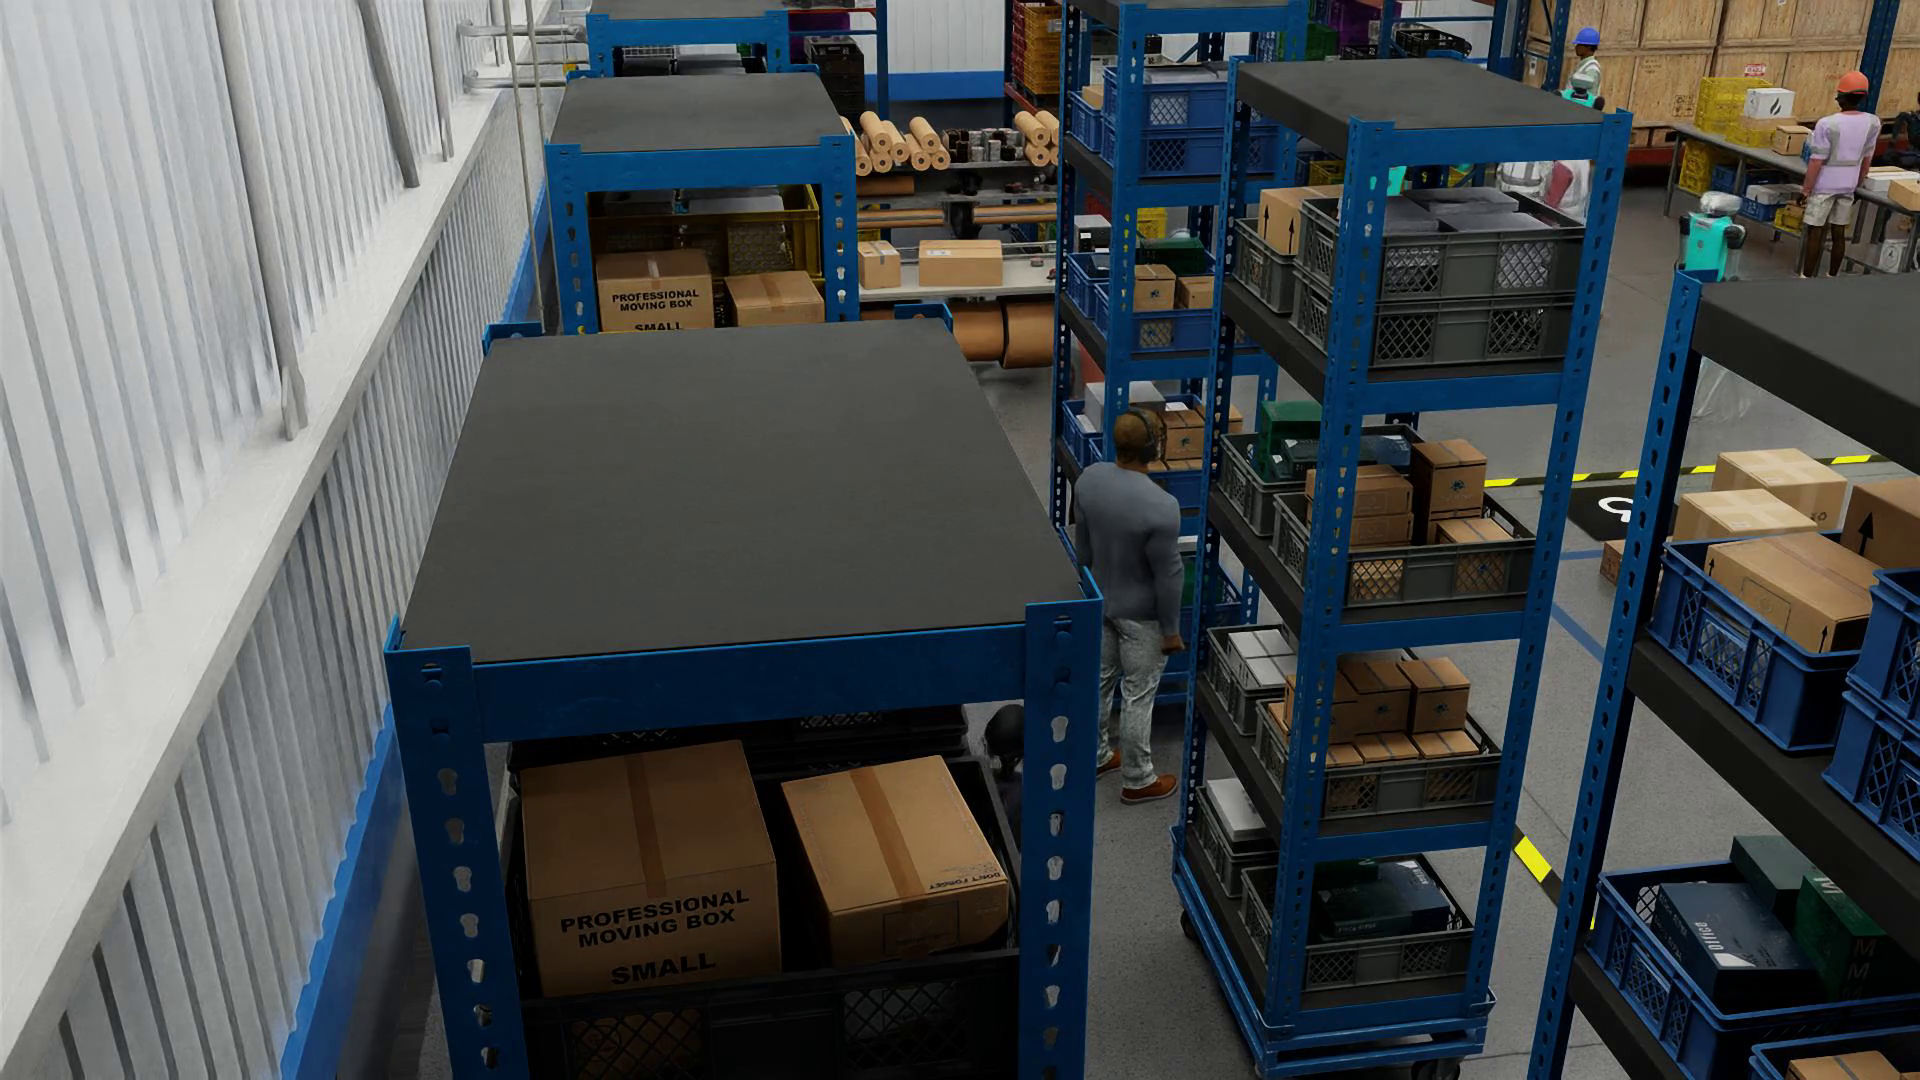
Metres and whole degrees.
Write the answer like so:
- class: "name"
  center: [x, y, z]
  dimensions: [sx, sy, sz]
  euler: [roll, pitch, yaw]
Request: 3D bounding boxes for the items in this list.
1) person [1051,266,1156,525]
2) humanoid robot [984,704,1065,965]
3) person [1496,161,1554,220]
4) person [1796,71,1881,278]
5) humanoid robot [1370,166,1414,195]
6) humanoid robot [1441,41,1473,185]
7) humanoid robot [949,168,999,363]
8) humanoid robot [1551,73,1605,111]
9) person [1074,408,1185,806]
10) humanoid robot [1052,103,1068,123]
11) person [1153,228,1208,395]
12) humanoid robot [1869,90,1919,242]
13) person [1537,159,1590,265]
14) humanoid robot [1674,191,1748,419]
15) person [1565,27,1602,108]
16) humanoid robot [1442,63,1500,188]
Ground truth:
- class: "person"
  center: [0.829, -0.681, 9.750]
  dimensions: [0.604, 1.966, 0.367]
  euler: [0, 25, 1]
- class: "humanoid robot"
  center: [0.117, 1.317, 5.777]
  dimensions: [0.593, 1.641, 0.622]
  euler: [10, 27, 21]
- class: "person"
  center: [4.999, -2.997, 14.883]
  dimensions: [0.360, 1.882, 0.573]
  euler: [-13, 28, -27]
- class: "person"
  center: [7.978, -3.240, 15.221]
  dimensions: [0.604, 2.044, 0.374]
  euler: [-3, 25, -7]
- class: "humanoid robot"
  center: [3.488, -2.615, 14.064]
  dimensions: [0.533, 1.677, 0.735]
  euler: [1, 25, 2]
- class: "humanoid robot"
  center: [5.773, -4.954, 19.364]
  dimensions: [0.315, 1.657, 0.599]
  euler: [7, 26, 15]
- class: "humanoid robot"
  center: [0.092, -2.163, 13.320]
  dimensions: [0.554, 1.642, 0.591]
  euler: [7, 26, 15]
- class: "humanoid robot"
  center: [6.074, -3.730, 16.676]
  dimensions: [0.583, 1.780, 0.917]
  euler: [6, 25, 12]
- class: "person"
  center: [0.779, 0.308, 7.632]
  dimensions: [0.373, 1.940, 0.629]
  euler: [-19, 31, -35]
- class: "humanoid robot"
  center: [1.148, -4.401, 18.102]
  dimensions: [0.607, 1.772, 0.863]
  euler: [14, 28, 27]
- class: "person"
  center: [1.394, -1.121, 10.840]
  dimensions: [0.597, 1.850, 0.397]
  euler: [-4, 25, -8]
- class: "humanoid robot"
  center: [9.663, -3.779, 16.864]
  dimensions: [0.609, 1.632, 0.698]
  euler: [0, 25, 0]
- class: "person"
  center: [5.311, -2.800, 14.560]
  dimensions: [0.782, 1.795, 0.592]
  euler: [12, 27, 25]
- class: "humanoid robot"
  center: [5.563, -1.736, 12.155]
  dimensions: [0.735, 1.677, 0.533]
  euler: [-12, 27, -24]
- class: "person"
  center: [6.863, -4.684, 18.471]
  dimensions: [0.386, 1.949, 0.603]
  euler: [4, 25, 8]
- class: "humanoid robot"
  center: [5.275, -4.183, 17.622]
  dimensions: [0.984, 1.730, 0.541]
  euler: [21, 32, 39]
